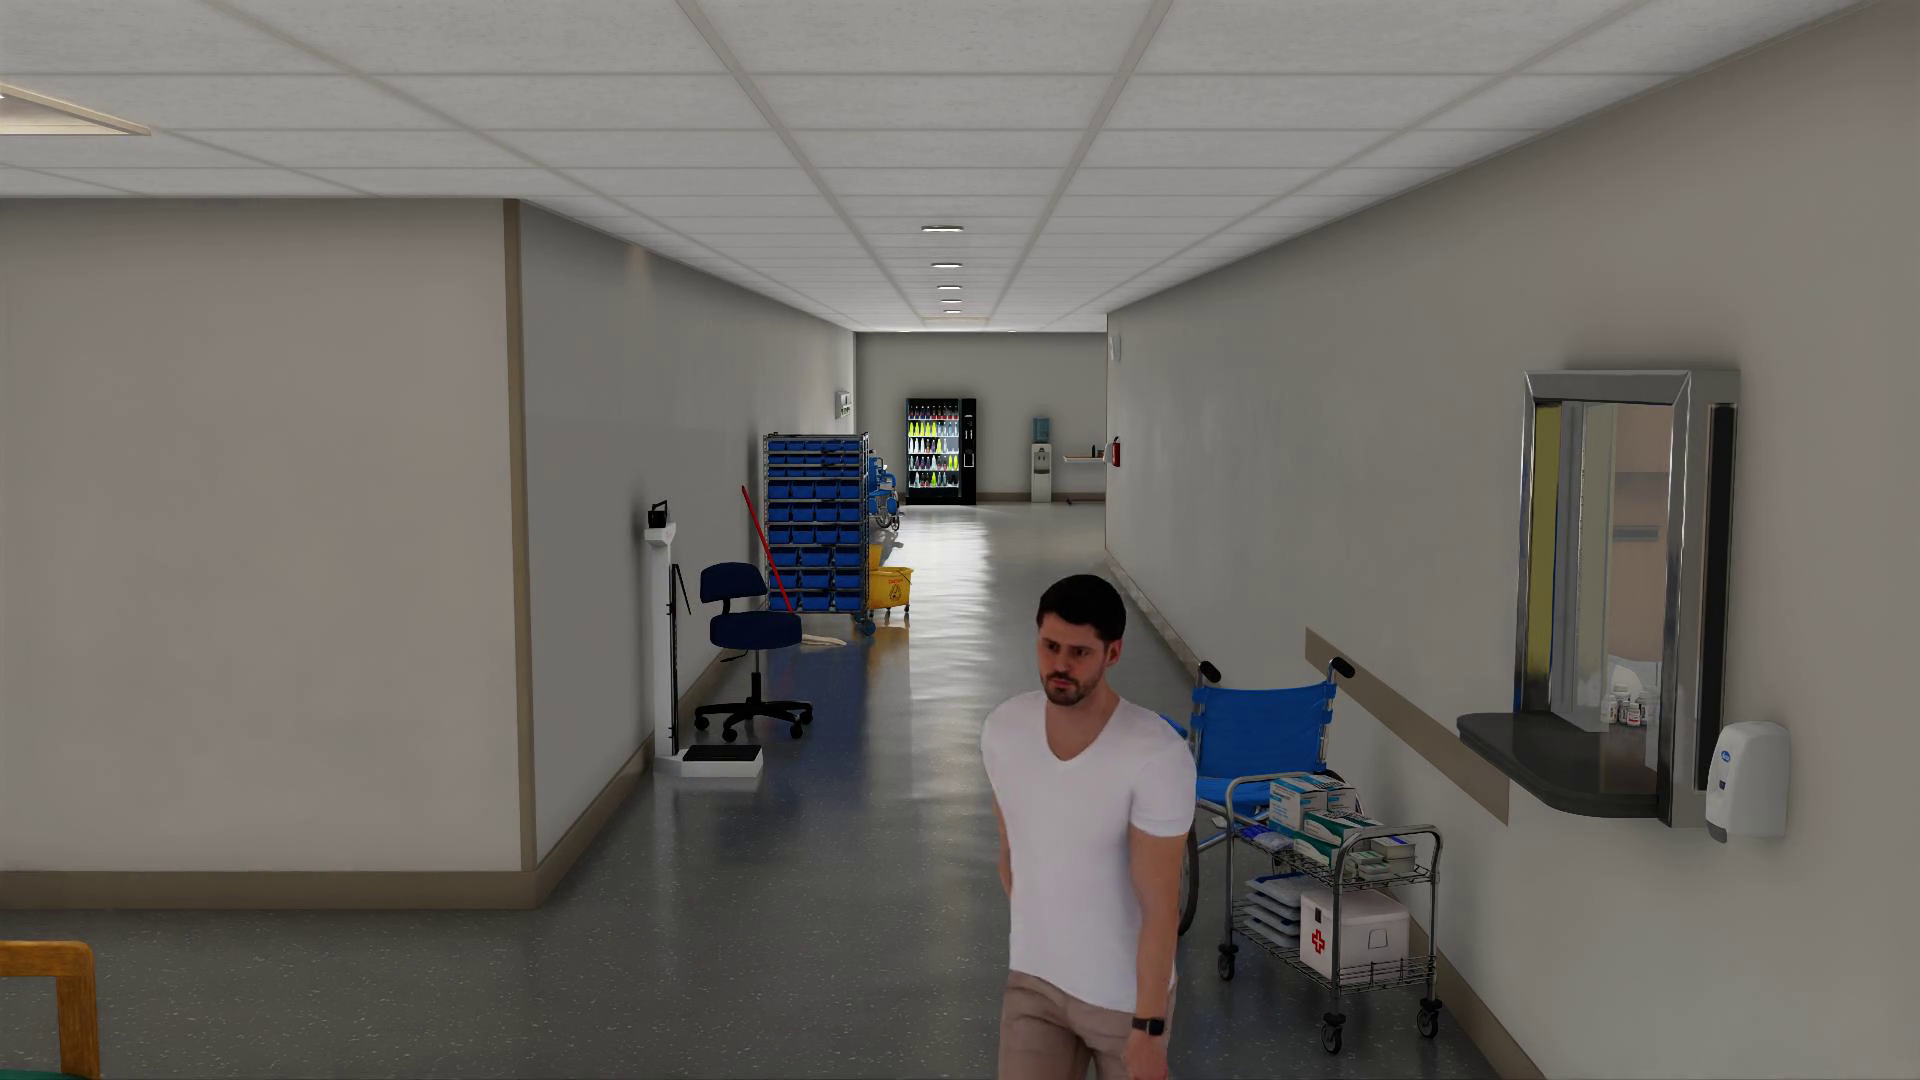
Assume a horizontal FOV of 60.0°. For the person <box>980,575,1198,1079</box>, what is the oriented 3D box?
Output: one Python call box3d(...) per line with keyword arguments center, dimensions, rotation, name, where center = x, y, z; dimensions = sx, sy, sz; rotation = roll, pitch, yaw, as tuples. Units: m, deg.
box3d(center=(0.326, 0.998, 3.752), dimensions=(1.260, 1.812, 1.166), rotation=(4, 7, 37), name="person")
